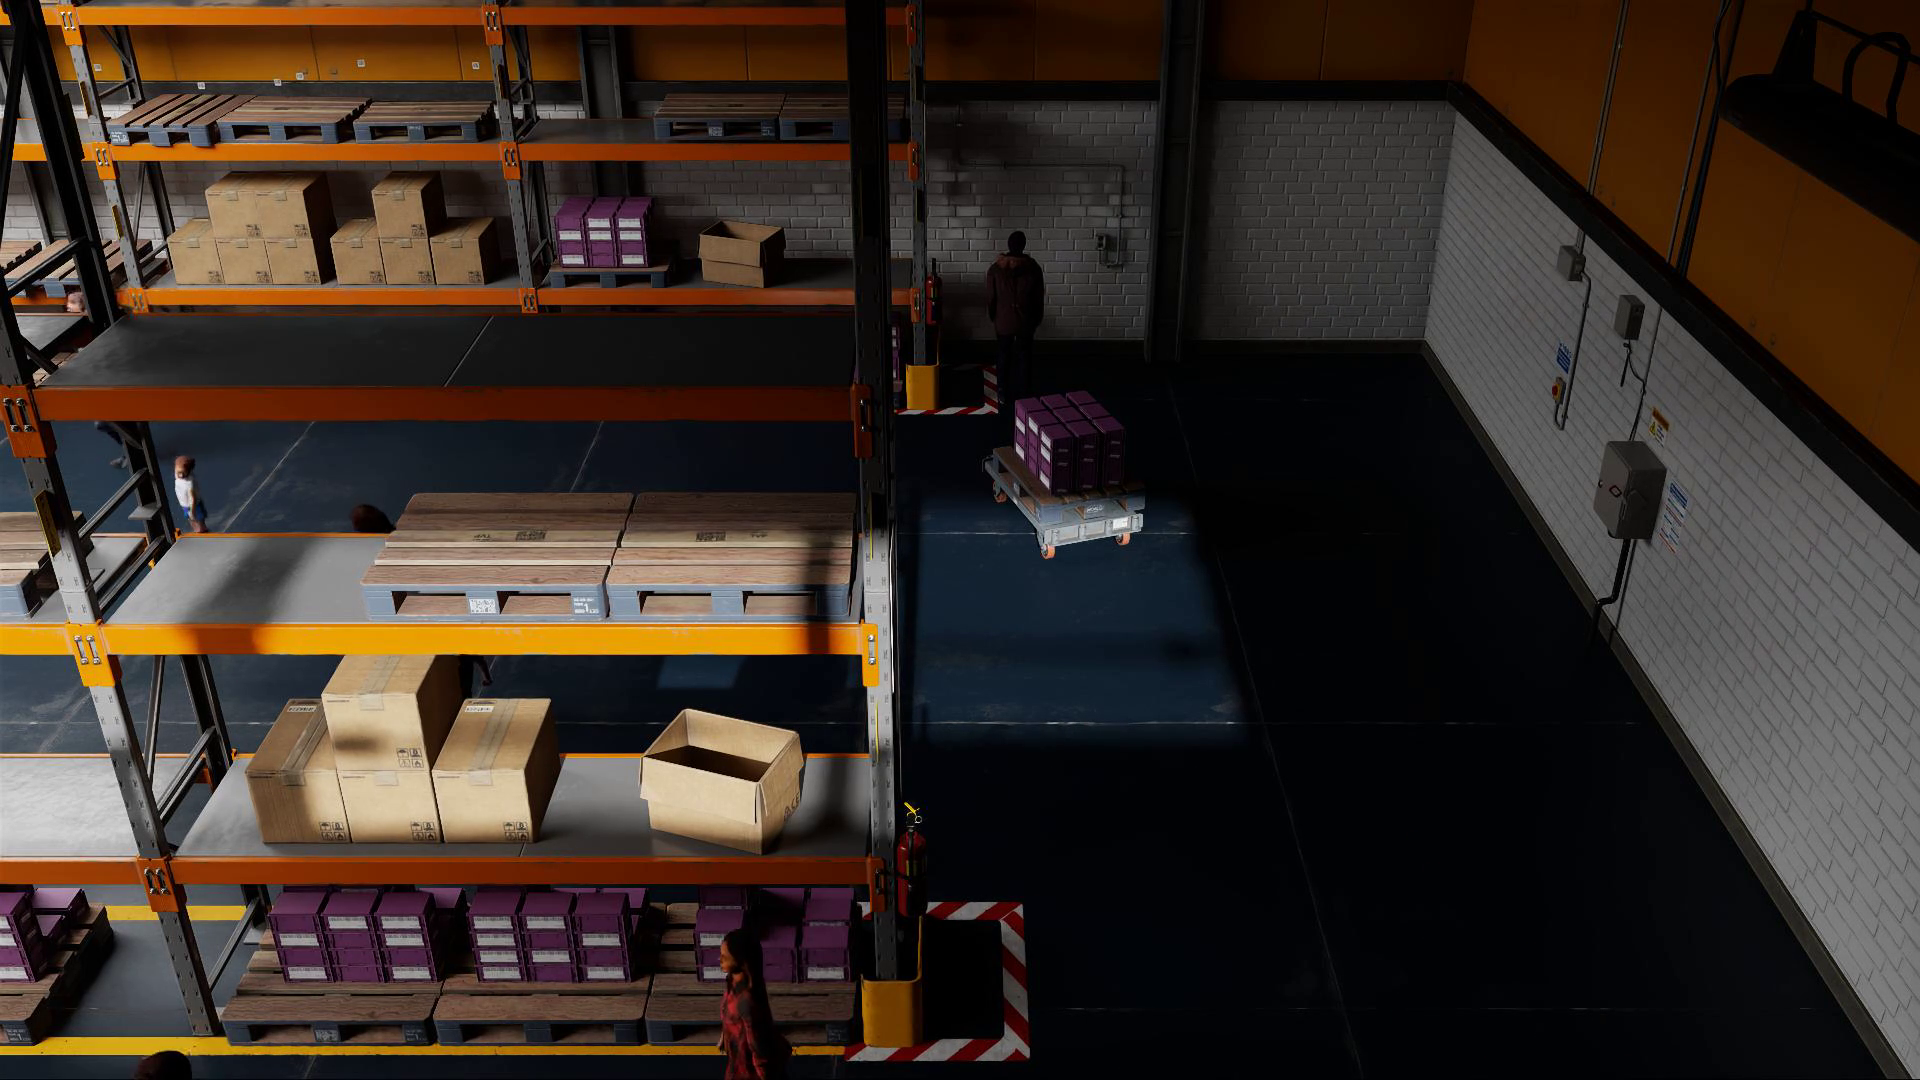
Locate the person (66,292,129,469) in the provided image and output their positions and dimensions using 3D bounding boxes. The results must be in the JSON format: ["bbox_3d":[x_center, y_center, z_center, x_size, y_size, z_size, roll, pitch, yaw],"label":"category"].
[{"bbox_3d":[-8.128,-1.559,15.991,0.826,1.798,0.782,-21,35,-34],"label":"person"}]

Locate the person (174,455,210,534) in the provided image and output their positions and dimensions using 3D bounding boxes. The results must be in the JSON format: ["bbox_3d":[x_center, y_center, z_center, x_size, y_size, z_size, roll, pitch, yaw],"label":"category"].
[{"bbox_3d":[-6.737,-0.332,14.573,0.607,1.001,0.553,-15,32,-26],"label":"person"}]

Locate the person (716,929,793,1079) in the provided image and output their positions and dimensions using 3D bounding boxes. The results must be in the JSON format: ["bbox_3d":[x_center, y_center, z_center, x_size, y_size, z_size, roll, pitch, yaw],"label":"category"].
[{"bbox_3d":[-0.957,2.641,8.443,1.173,1.654,0.807,-7,29,-12],"label":"person"}]

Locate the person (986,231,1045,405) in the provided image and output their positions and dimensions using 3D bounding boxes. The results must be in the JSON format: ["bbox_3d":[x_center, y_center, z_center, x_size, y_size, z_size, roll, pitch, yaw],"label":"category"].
[{"bbox_3d":[0.573,-2.309,17.317,0.623,1.845,0.834,3,29,5],"label":"person"}]
